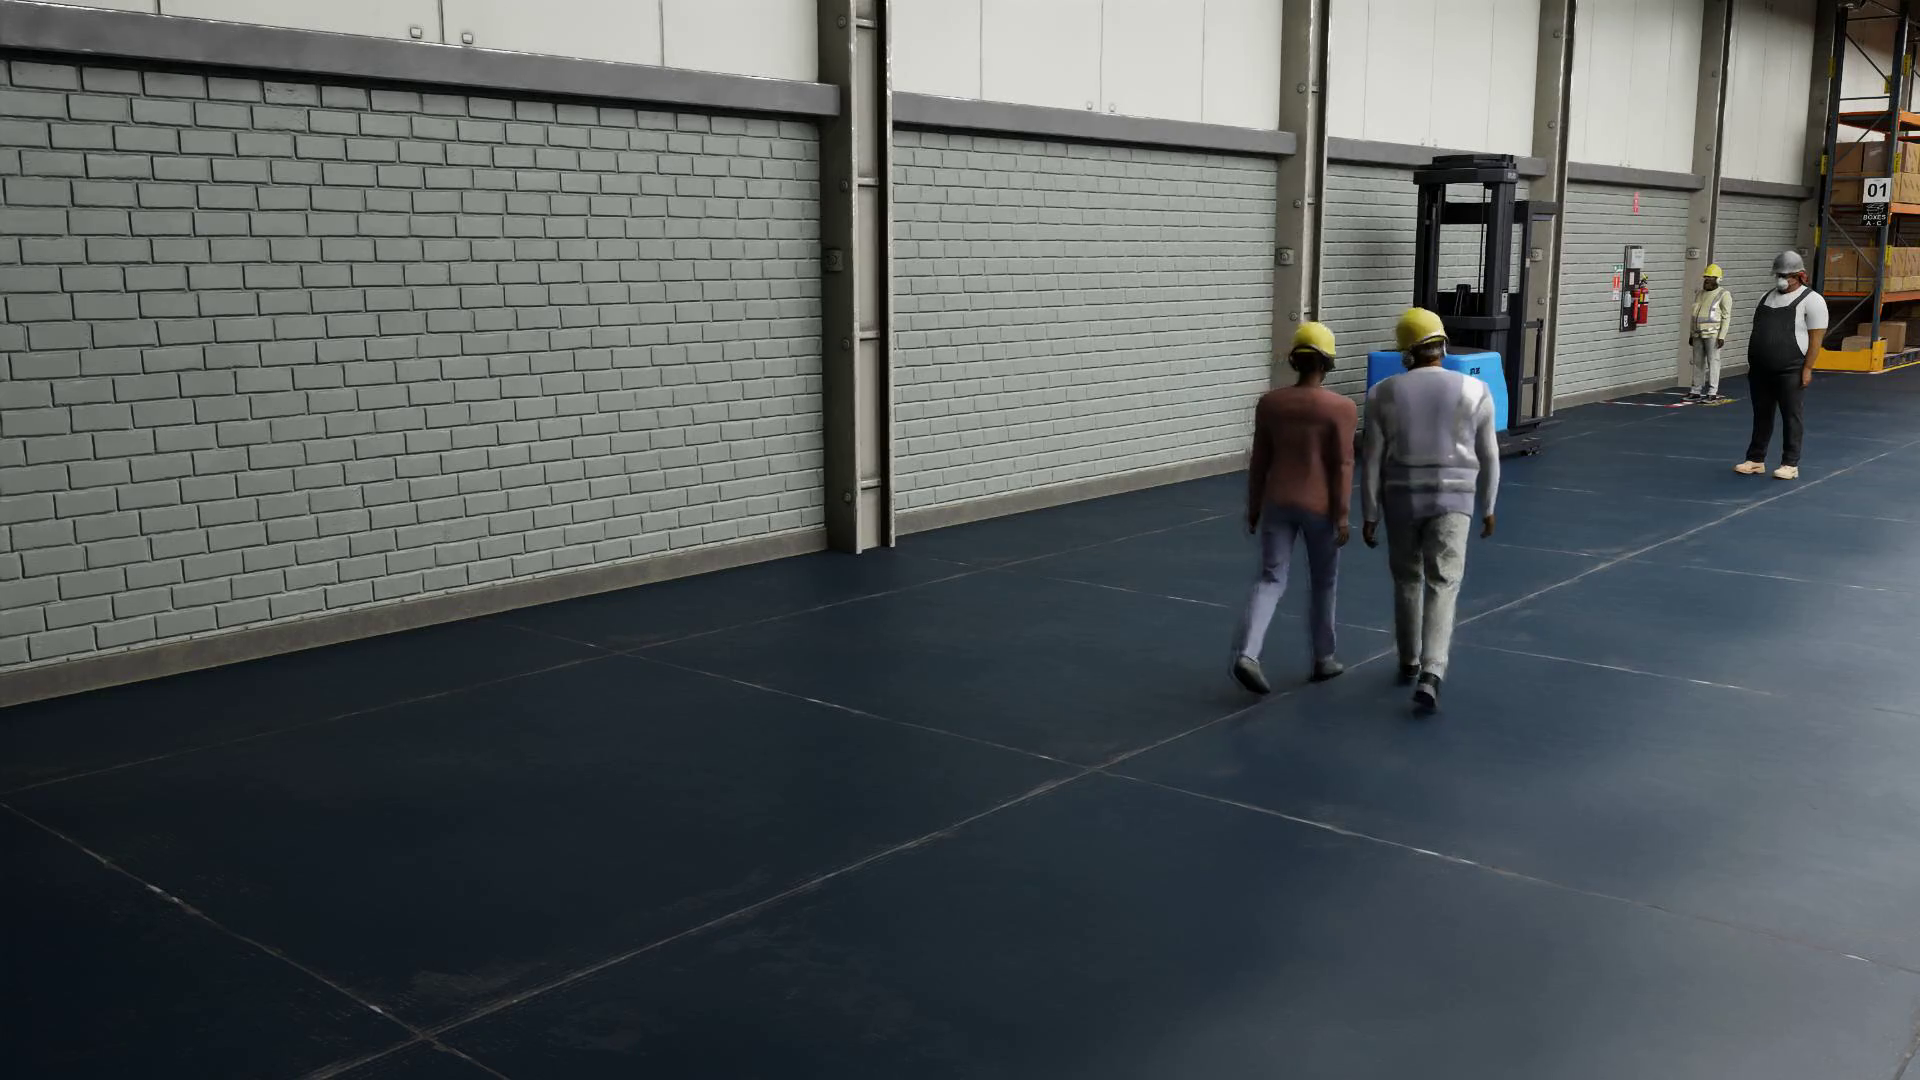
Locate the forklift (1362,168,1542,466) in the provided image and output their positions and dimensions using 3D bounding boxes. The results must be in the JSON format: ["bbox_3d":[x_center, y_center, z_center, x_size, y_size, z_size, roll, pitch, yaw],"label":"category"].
[{"bbox_3d":[4.875,-2.212,16.287,1.129,2.768,1.873,8,13,40],"label":"forklift"}]

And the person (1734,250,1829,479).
[{"bbox_3d":[7.367,-1.565,14.989,0.535,2.000,0.674,-5,11,-27],"label":"person"}]

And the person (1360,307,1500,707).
[{"bbox_3d":[2.132,-0.159,7.589,0.605,1.794,0.861,4,11,19],"label":"person"}]

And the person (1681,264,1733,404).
[{"bbox_3d":[9.978,-2.754,22.219,0.403,1.837,0.588,-4,11,-23],"label":"person"}]

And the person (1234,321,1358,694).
[{"bbox_3d":[1.544,-0.147,7.745,0.534,1.726,0.852,6,12,33],"label":"person"}]
